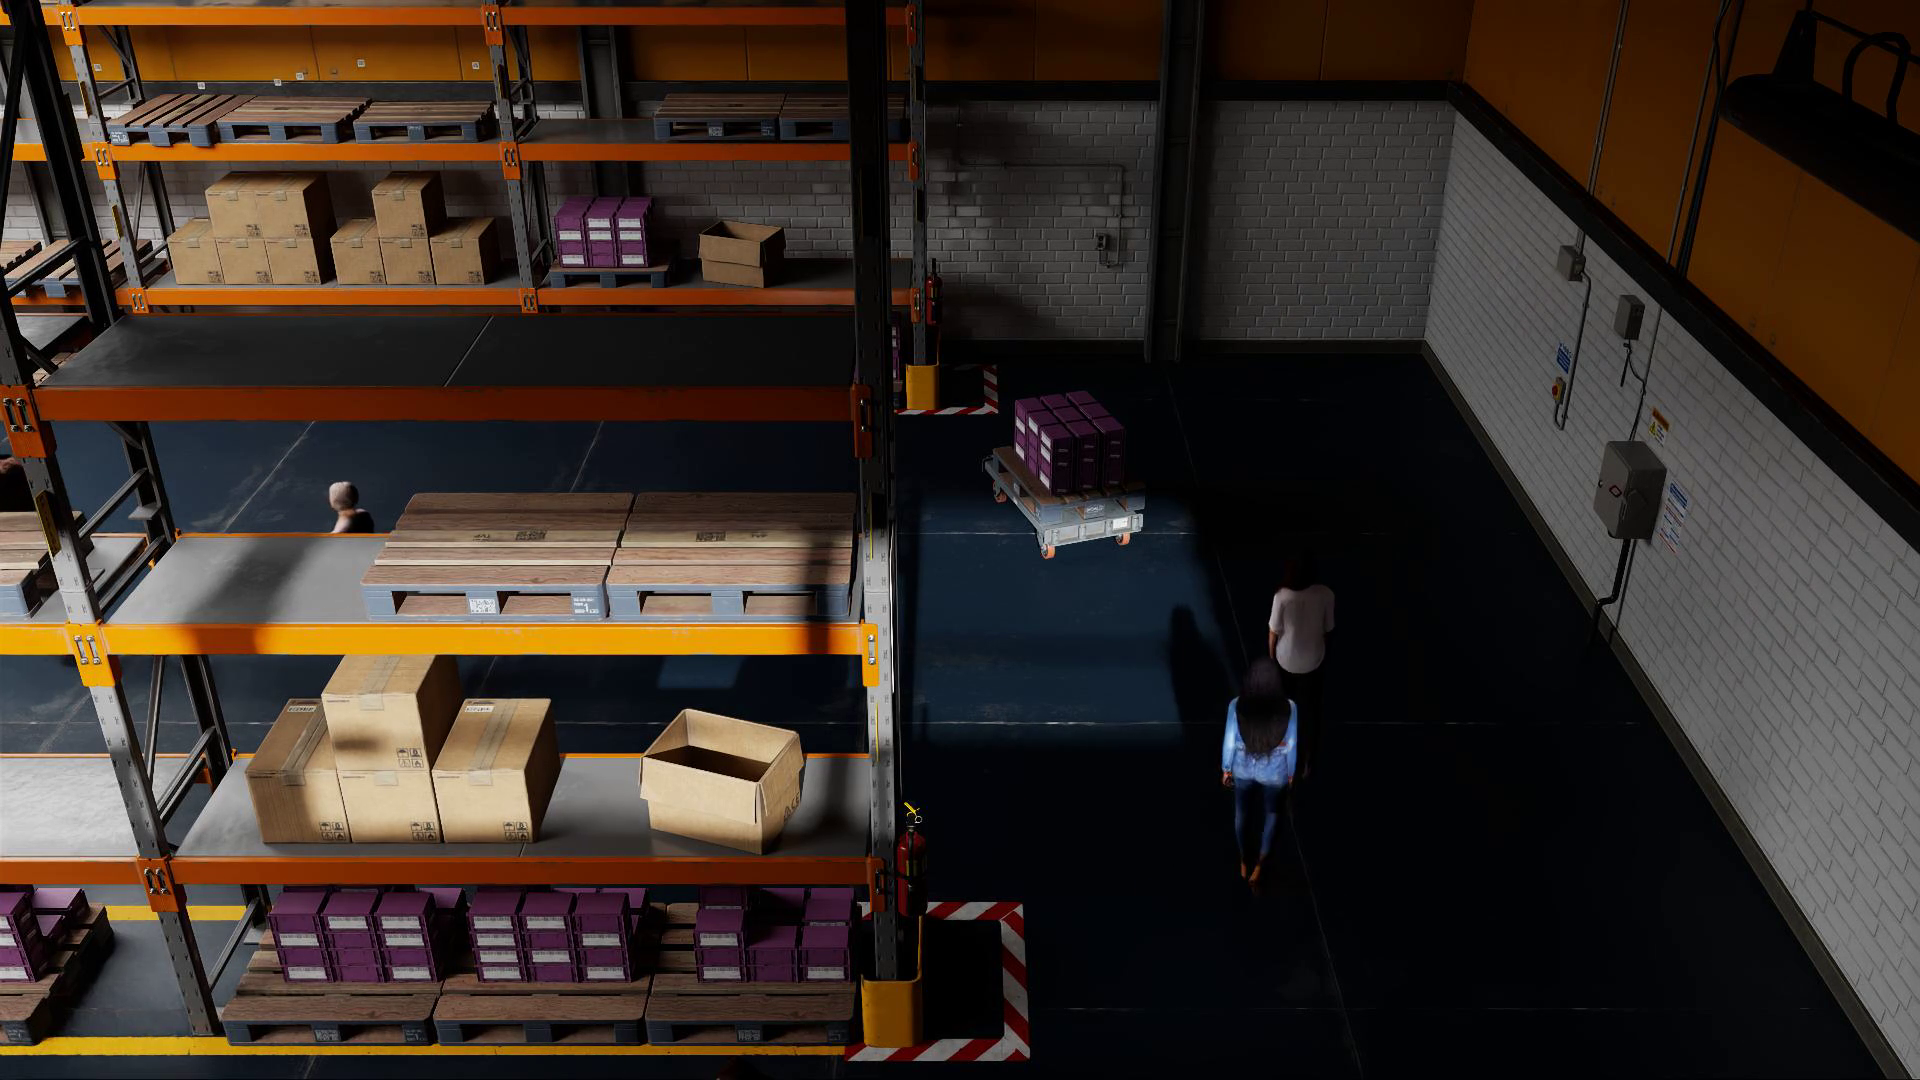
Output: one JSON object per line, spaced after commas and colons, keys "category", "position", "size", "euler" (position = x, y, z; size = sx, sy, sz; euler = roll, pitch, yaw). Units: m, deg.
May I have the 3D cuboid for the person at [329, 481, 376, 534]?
{"category": "person", "position": [-4.550, 0.316, 12.666], "size": [0.622, 1.691, 0.635], "euler": [5, 29, 10]}

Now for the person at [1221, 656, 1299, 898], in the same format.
{"category": "person", "position": [1.880, 1.520, 10.450], "size": [0.868, 1.699, 0.791], "euler": [5, 29, 10]}

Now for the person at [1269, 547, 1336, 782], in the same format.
{"category": "person", "position": [2.355, 0.909, 11.489], "size": [0.842, 1.777, 0.677], "euler": [2, 29, 3]}
